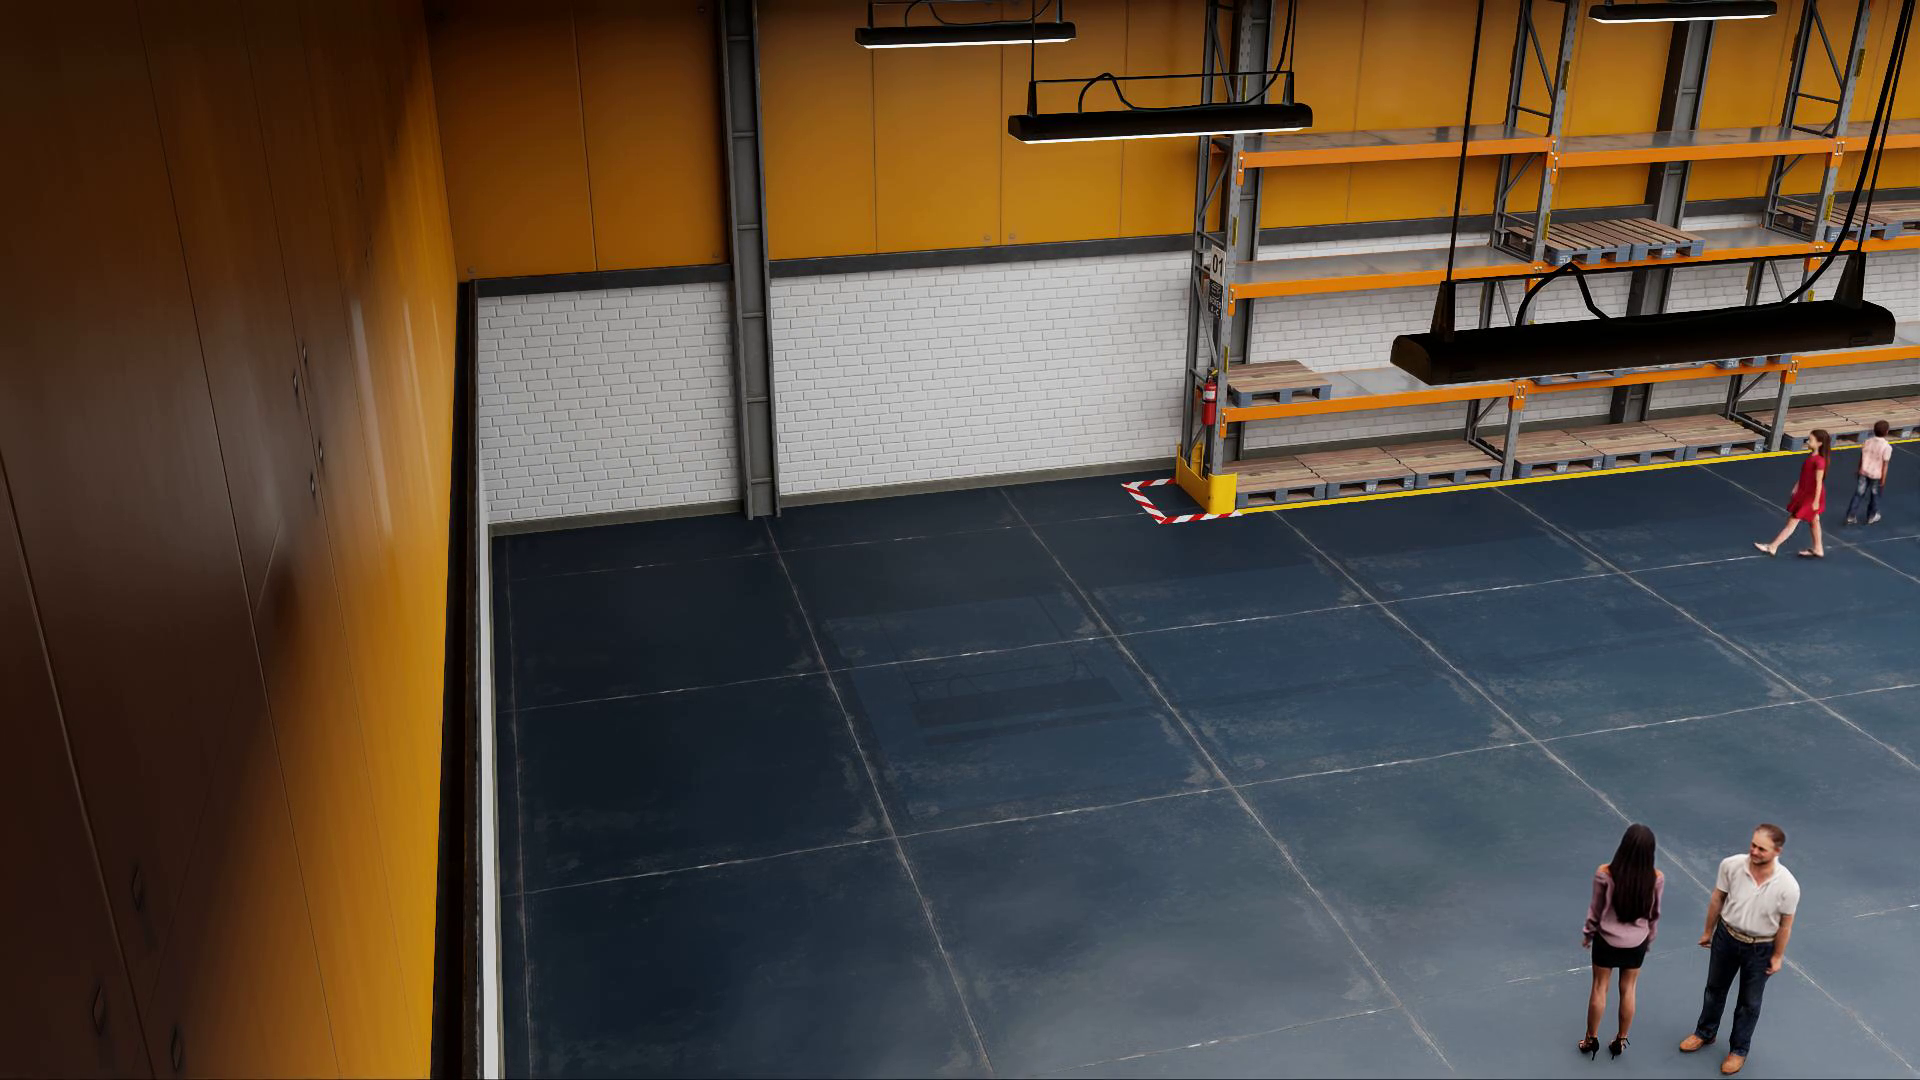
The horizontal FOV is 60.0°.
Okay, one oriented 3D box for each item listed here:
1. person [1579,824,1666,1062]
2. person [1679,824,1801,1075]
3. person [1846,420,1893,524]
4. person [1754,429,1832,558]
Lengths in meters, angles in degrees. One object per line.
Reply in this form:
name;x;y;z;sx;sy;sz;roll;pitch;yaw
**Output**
person;4.366;2.666;10.997;0.611;1.811;0.752;4;24;9
person;5.192;2.653;10.973;0.728;1.854;0.750;-19;30;-37
person;10.664;-0.778;19.514;0.860;1.299;0.683;-17;29;-33
person;9.585;-0.489;18.581;1.076;1.518;0.865;5;24;12
